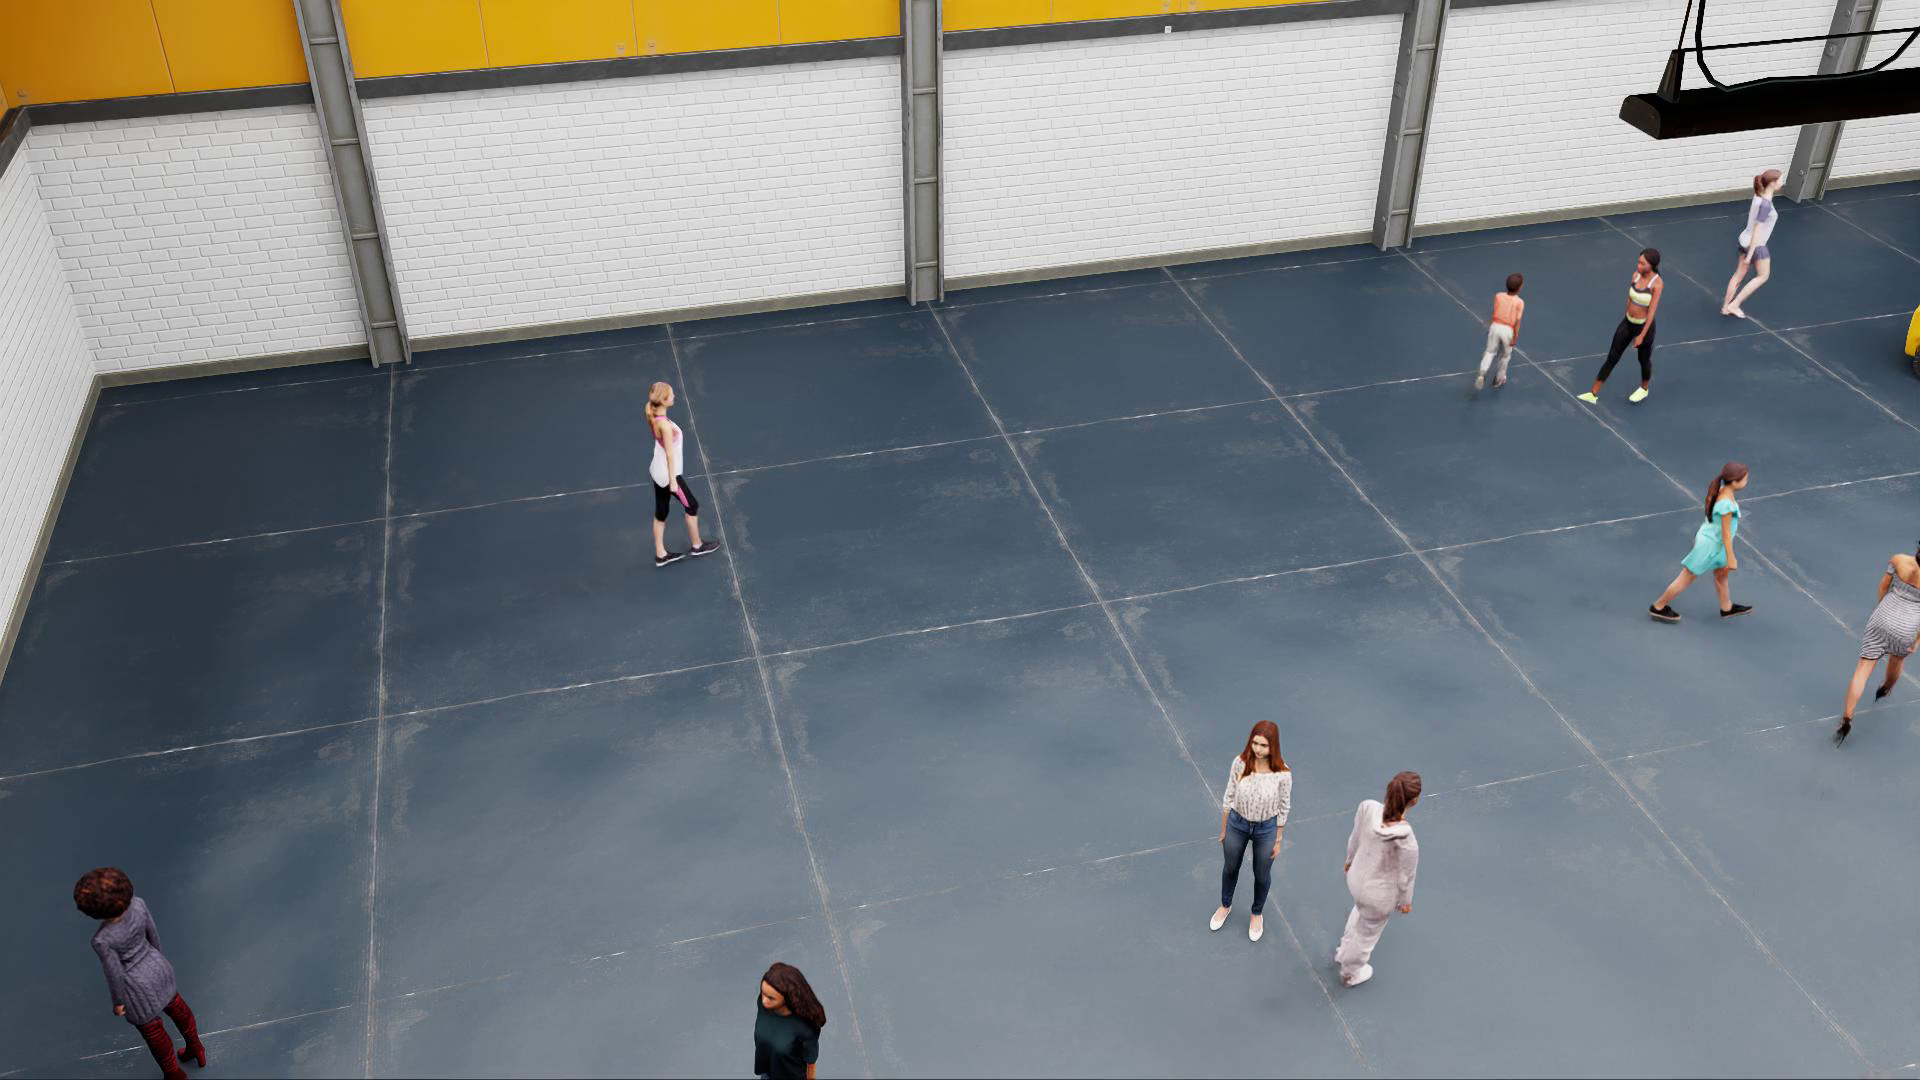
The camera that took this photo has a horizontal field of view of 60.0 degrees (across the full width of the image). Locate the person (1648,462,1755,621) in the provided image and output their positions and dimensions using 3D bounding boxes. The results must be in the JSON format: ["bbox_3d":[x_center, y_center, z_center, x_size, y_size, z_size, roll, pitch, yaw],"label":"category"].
[{"bbox_3d":[6.127,0.056,13.761,1.122,1.514,0.914,9,35,13],"label":"person"}]

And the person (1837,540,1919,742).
[{"bbox_3d":[6.964,0.740,12.507,0.993,1.762,1.186,27,42,34],"label":"person"}]

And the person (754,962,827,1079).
[{"bbox_3d":[-0.958,2.961,9.297,0.715,1.617,0.763,23,40,30],"label":"person"}]

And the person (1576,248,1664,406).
[{"bbox_3d":[6.959,-2.139,16.892,1.177,1.703,0.778,-18,38,-25],"label":"person"}]

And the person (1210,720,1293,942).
[{"bbox_3d":[1.908,1.868,10.840,0.626,1.729,0.713,12,36,18],"label":"person"}]

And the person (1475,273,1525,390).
[{"bbox_3d":[5.605,-2.147,17.267,0.733,1.302,0.839,25,41,32],"label":"person"}]

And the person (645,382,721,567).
[{"bbox_3d":[-2.624,-0.537,14.418,0.912,1.773,0.775,-19,38,-27],"label":"person"}]

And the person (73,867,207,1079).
[{"bbox_3d":[-4.794,2.589,9.770,0.675,1.713,0.662,9,35,13],"label":"person"}]

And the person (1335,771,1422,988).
[{"bbox_3d":[2.536,2.180,10.429,0.724,1.665,0.731,-17,37,-24],"label":"person"}]

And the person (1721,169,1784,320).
[{"bbox_3d":[8.784,-3.305,18.600,0.705,1.754,0.657,2,34,3],"label":"person"}]
